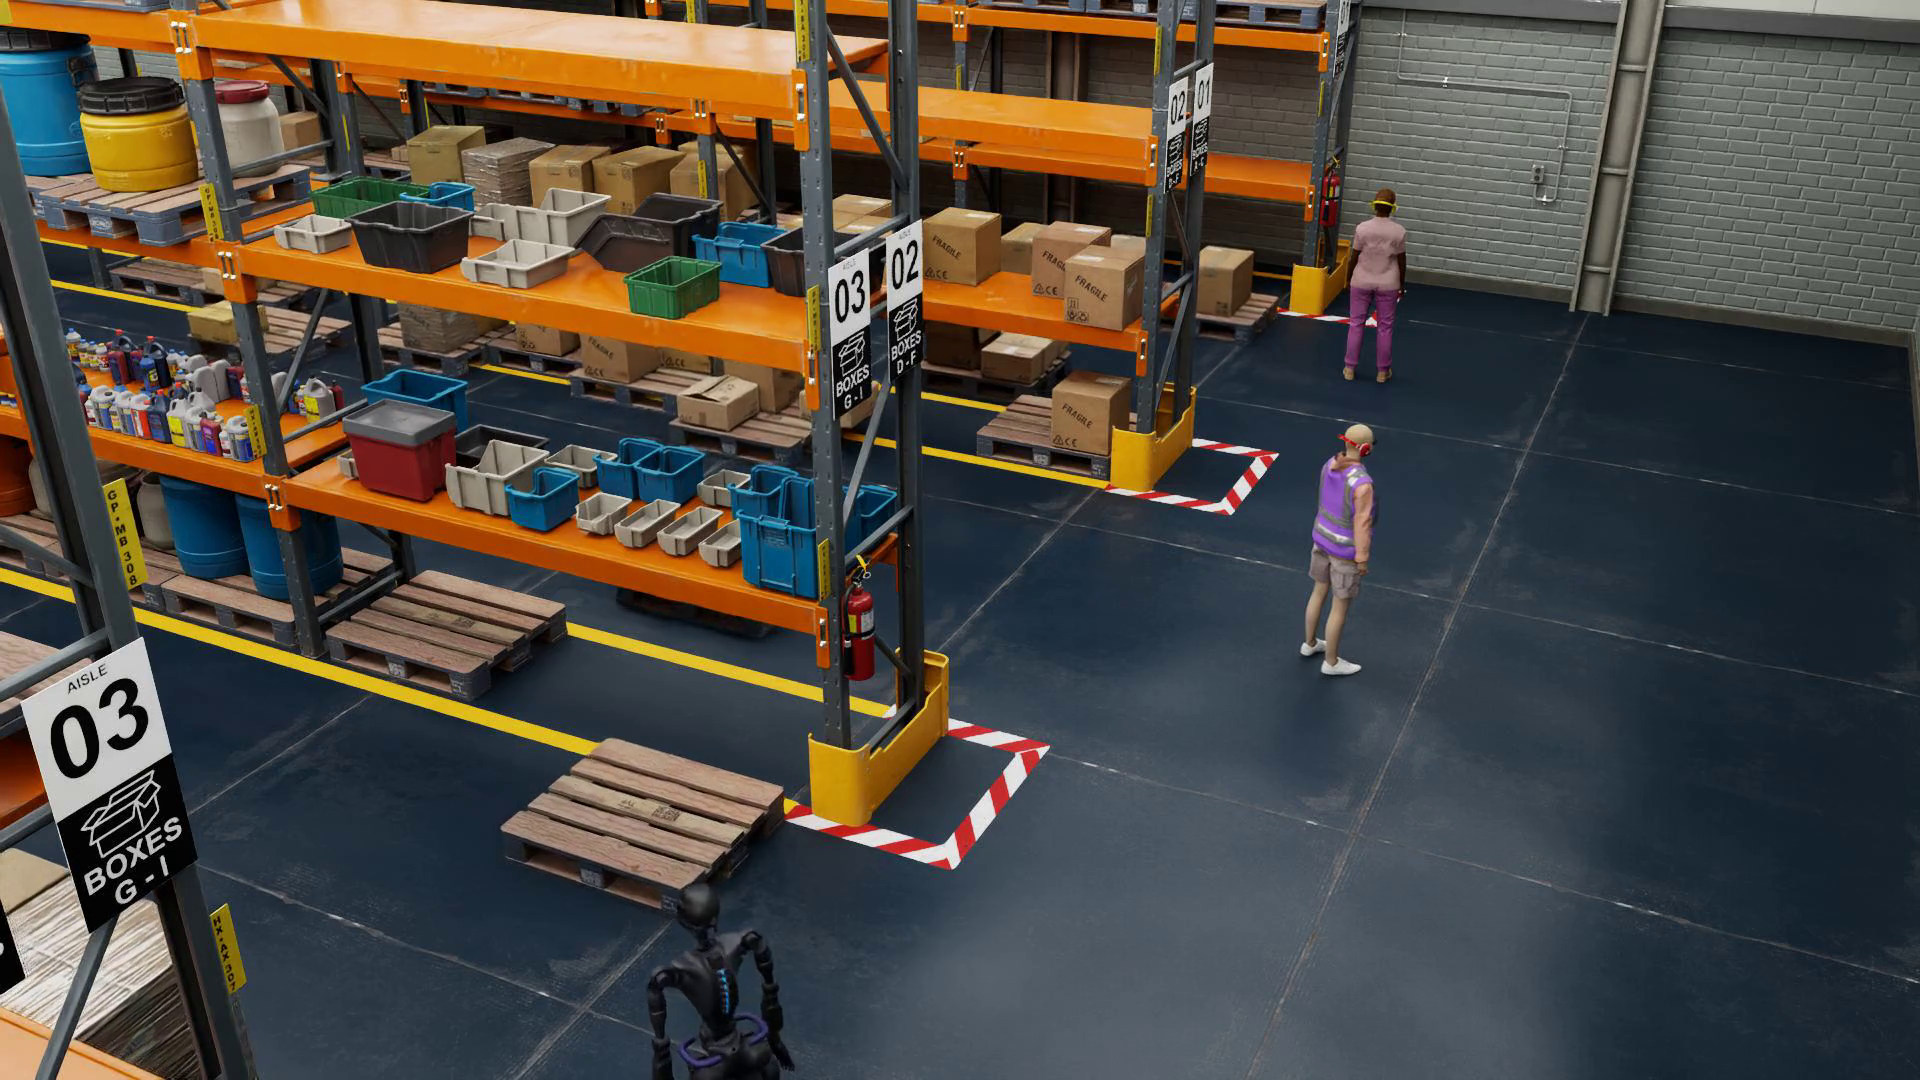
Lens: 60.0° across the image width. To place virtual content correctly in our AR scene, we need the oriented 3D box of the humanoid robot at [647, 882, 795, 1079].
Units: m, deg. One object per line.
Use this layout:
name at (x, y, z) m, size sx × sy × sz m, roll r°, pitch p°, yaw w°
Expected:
humanoid robot at (-0.916, 2.078, 6.517) m, size 0.611 × 1.642 × 0.418 m, roll -18°, pitch 32°, yaw -32°

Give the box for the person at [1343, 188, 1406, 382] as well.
person at (3.826, -2.343, 15.321) m, size 0.536 × 1.800 × 0.330 m, roll 7°, pitch 27°, yaw 14°

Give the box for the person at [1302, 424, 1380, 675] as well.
person at (2.425, 0.056, 10.591) m, size 0.348 × 1.688 × 0.489 m, roll -10°, pitch 28°, yaw -19°
